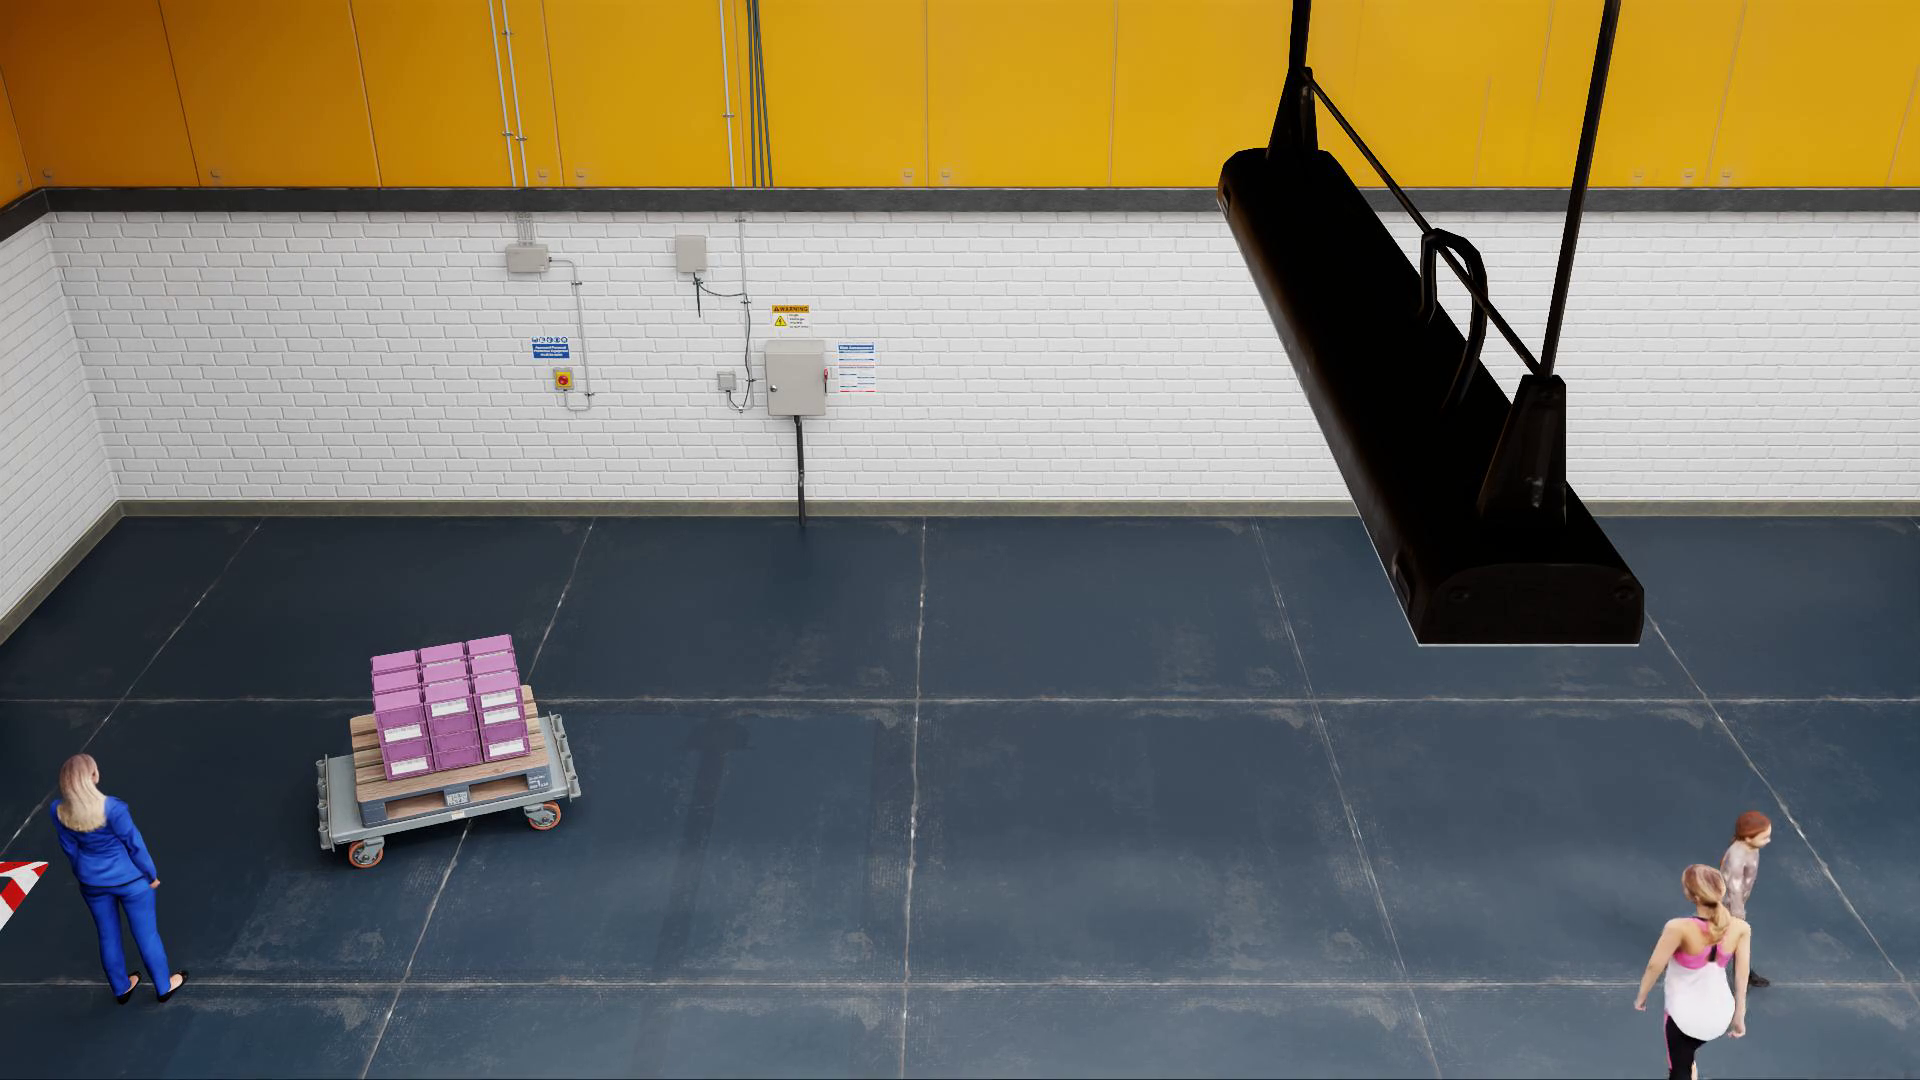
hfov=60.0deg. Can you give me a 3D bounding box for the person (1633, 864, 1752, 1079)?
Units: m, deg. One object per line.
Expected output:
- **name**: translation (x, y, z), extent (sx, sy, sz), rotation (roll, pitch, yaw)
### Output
- **person**: translation (3.748, 2.467, 8.392), extent (0.652, 1.746, 0.722), rotation (2, 29, 4)

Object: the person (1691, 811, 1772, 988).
- **person**: translation (4.436, 2.059, 9.746), extent (0.796, 1.165, 0.874), rotation (-23, 36, -36)

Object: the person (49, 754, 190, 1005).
- **person**: translation (-4.798, 1.932, 9.422), extent (0.616, 1.700, 0.539), rotation (1, 29, 2)
